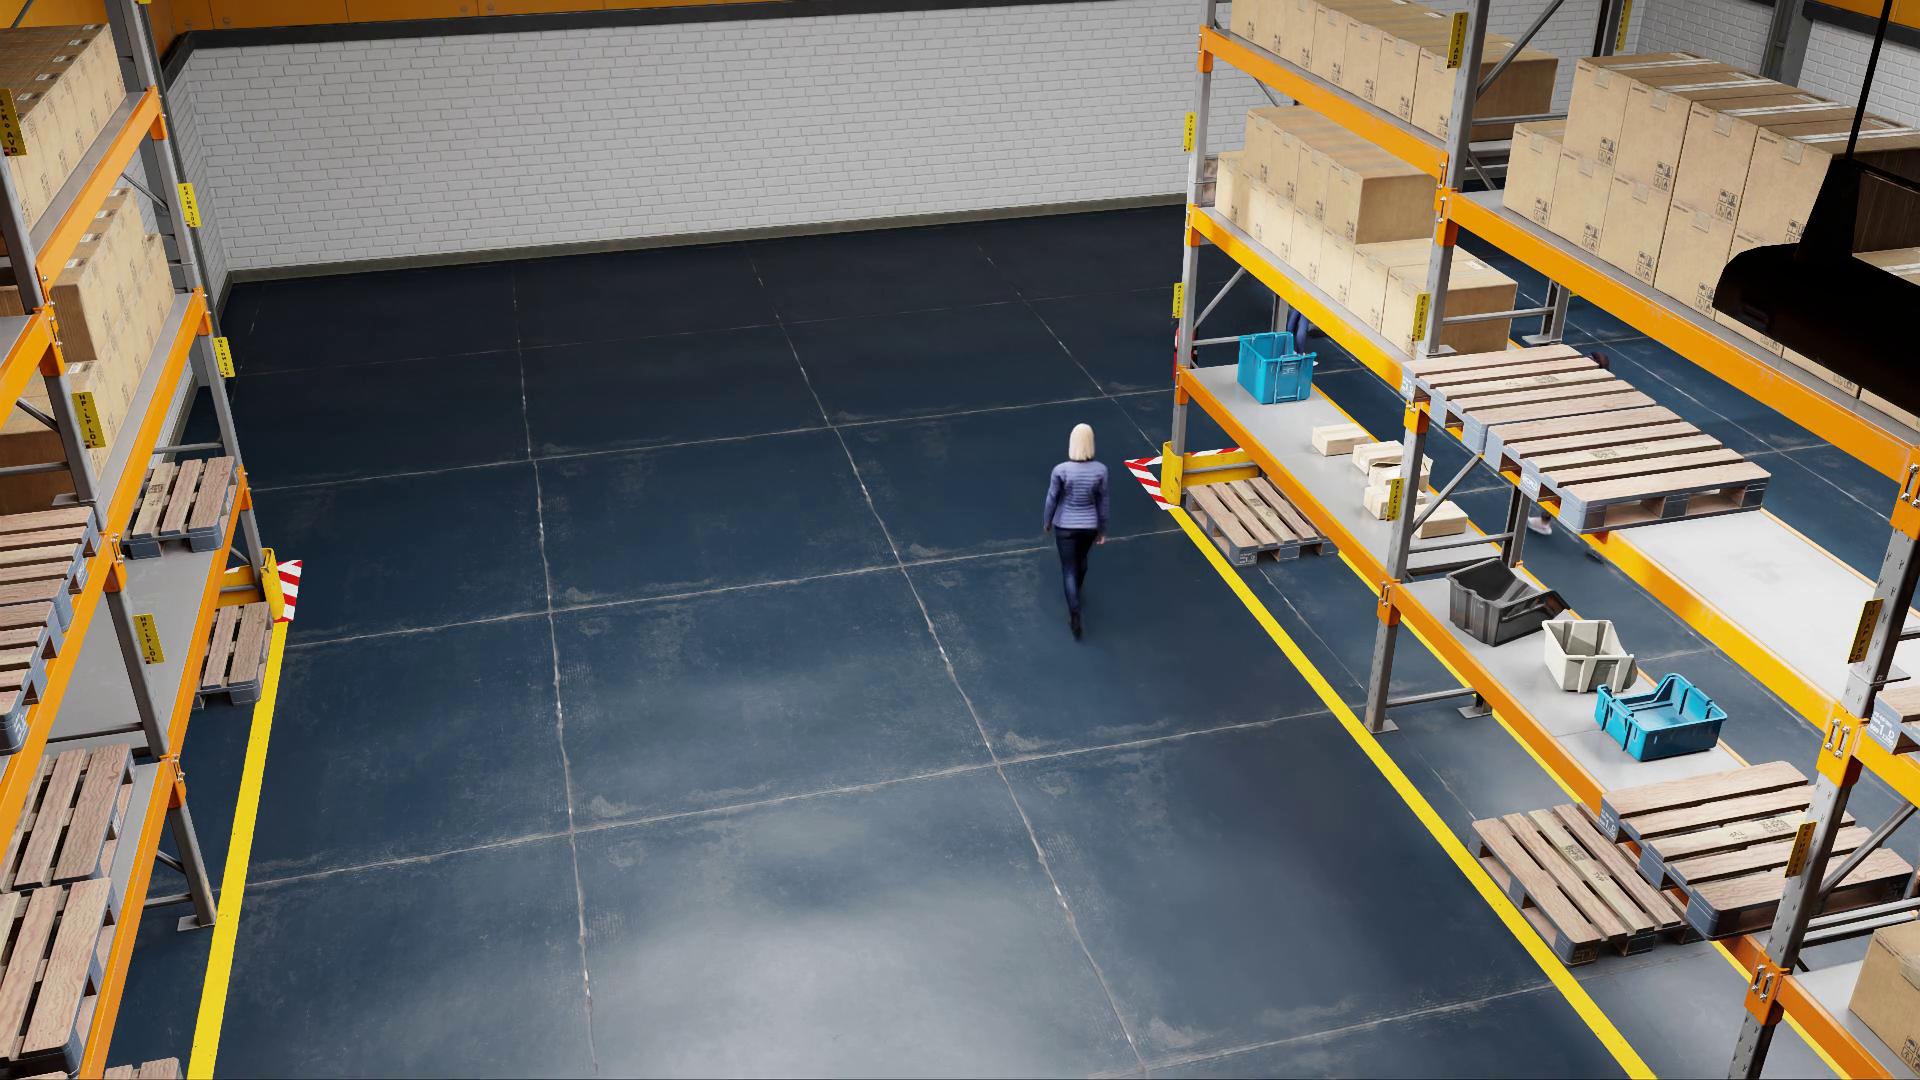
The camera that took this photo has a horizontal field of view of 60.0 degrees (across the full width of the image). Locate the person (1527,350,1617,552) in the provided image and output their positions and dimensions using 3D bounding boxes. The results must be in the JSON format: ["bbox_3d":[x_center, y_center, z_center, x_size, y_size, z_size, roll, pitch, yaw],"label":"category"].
[{"bbox_3d":[5.438,-0.738,14.373,0.857,1.808,1.194,-13,31,-23],"label":"person"}]

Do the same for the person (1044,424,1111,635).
[{"bbox_3d":[0.937,-0.065,13.249,0.756,1.705,1.133,-3,29,-6],"label":"person"}]
